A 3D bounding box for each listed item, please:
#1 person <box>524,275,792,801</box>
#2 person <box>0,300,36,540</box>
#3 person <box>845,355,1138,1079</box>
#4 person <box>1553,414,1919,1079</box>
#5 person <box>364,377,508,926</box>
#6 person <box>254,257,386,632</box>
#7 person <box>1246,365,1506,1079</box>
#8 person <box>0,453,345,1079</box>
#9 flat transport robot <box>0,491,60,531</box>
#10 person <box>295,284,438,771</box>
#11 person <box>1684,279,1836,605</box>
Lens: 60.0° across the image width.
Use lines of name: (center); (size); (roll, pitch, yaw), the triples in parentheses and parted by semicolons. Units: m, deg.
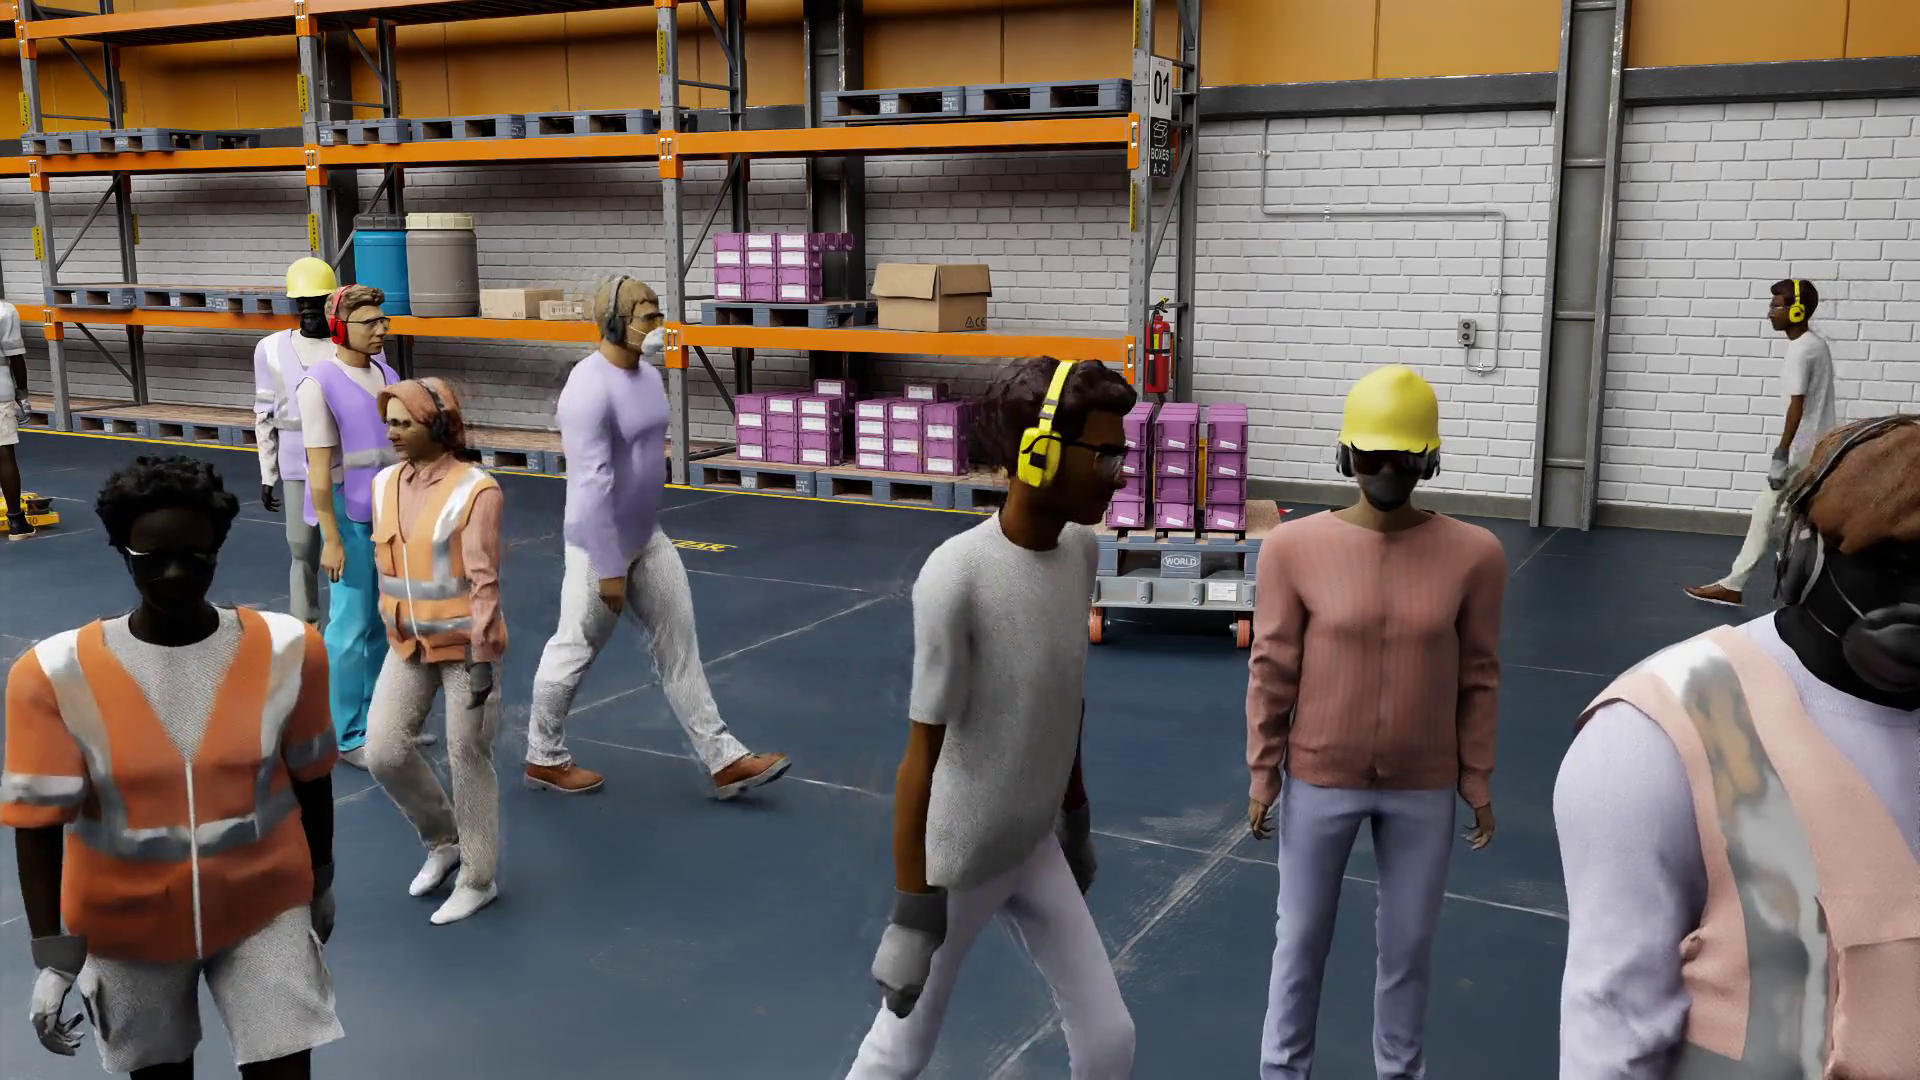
person: (-1.143, 0.021, 5.873); (1.041, 1.882, 0.650); (3, 11, 16)
person: (-6.513, -0.959, 11.038); (0.613, 1.962, 0.362); (-4, 11, -21)
person: (0.102, 0.585, 2.970); (0.882, 1.814, 0.650); (7, 13, 36)
person: (0.970, 0.772, 1.901); (0.621, 1.840, 0.430); (-3, 11, -14)
person: (-1.532, 0.336, 4.885); (0.516, 1.626, 0.368); (5, 12, 26)
person: (-2.933, -0.329, 7.685); (0.585, 1.929, 0.370); (-3, 11, -14)
person: (0.871, 0.513, 3.518); (0.533, 1.765, 0.330); (1, 10, 4)
person: (-1.322, 0.682, 2.870); (0.549, 1.660, 0.837); (-5, 12, -27)
flat transport robot: (-7.038, -0.230, 11.690); (1.431, 0.197, 0.652); (7, 12, 34)
person: (-2.301, -0.051, 6.386); (0.382, 1.845, 0.571); (2, 11, 10)
person: (4.509, -0.481, 8.871); (1.025, 1.808, 0.528); (6, 12, 28)
